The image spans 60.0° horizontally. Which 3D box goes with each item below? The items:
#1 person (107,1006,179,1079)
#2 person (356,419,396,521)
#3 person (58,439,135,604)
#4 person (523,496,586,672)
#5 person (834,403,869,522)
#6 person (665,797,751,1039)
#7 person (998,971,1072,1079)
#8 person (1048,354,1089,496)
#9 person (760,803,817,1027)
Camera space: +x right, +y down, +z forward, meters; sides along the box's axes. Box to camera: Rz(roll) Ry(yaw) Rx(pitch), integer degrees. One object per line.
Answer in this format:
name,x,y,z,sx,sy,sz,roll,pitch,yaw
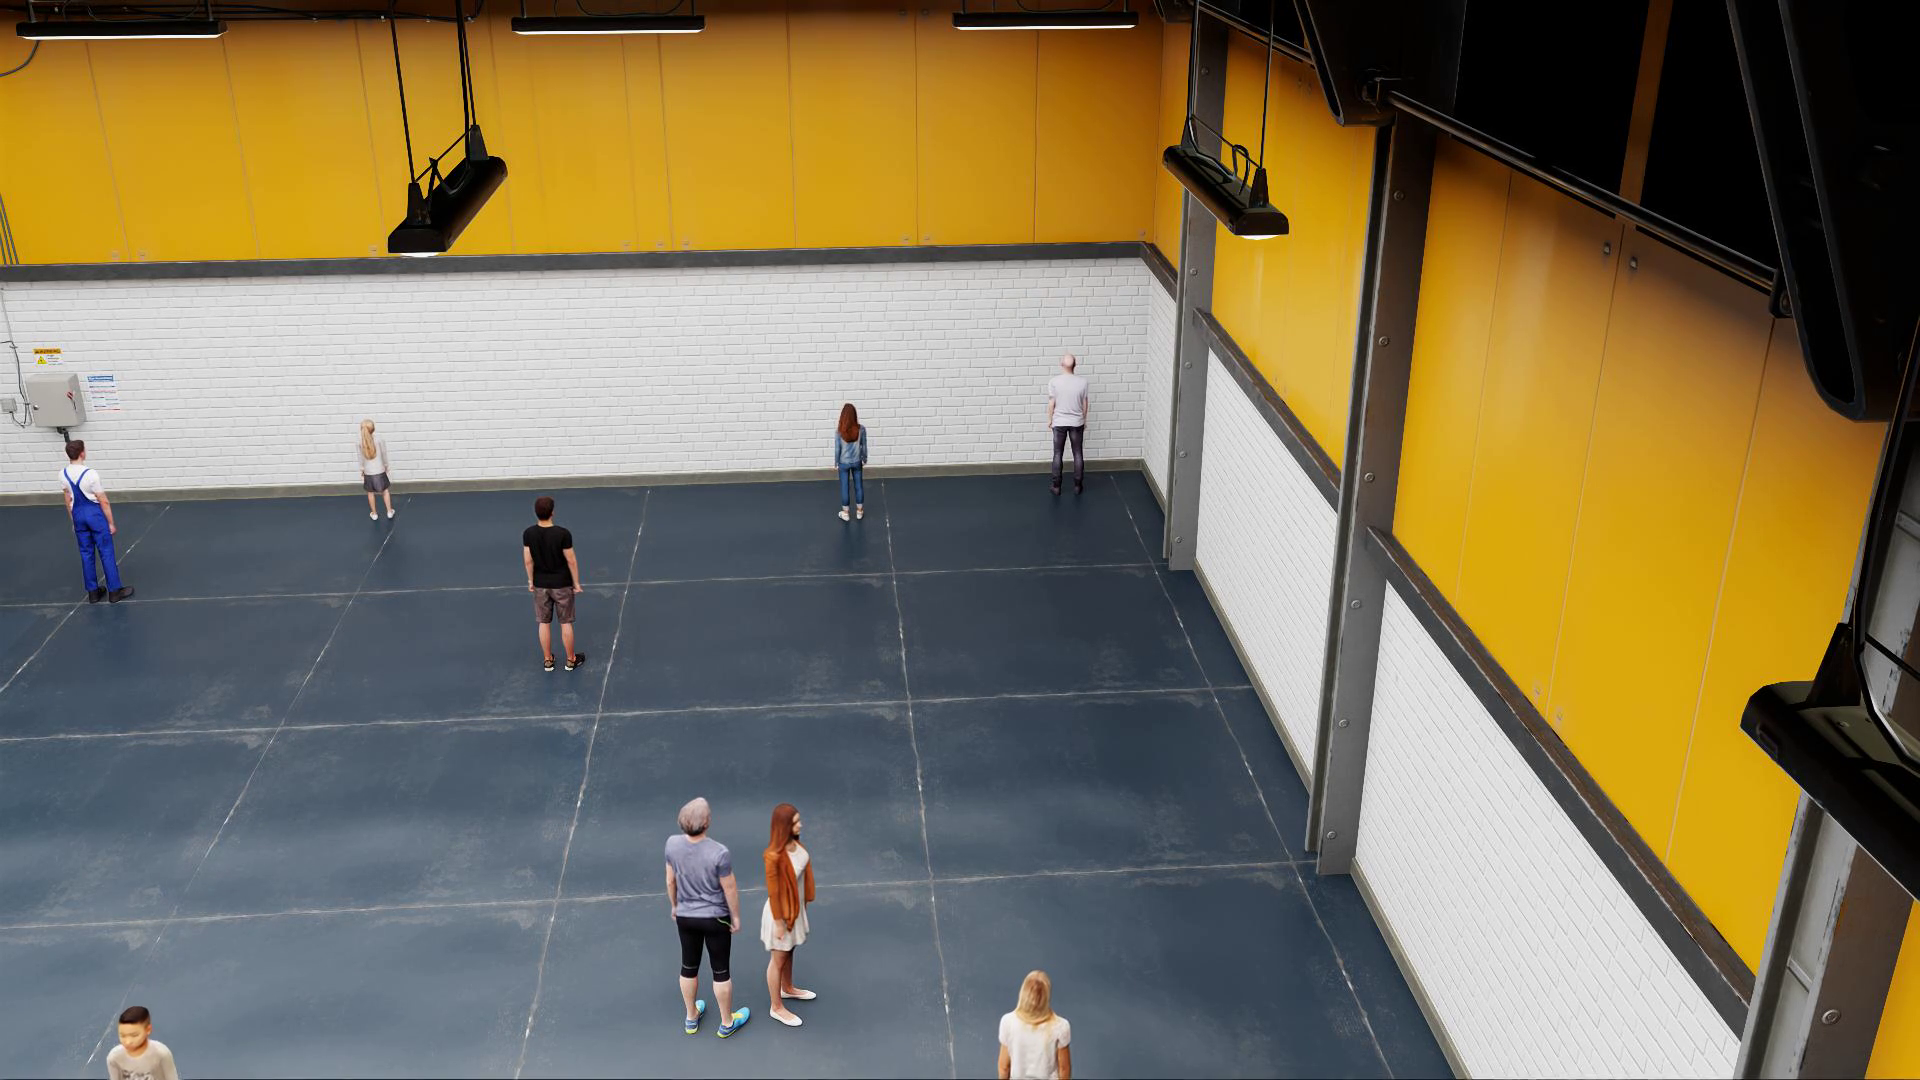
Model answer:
person,-4.925,3.440,10.195,0.589,1.452,0.769,-5,24,-10
person,-7.142,-0.873,20.281,0.553,1.276,0.577,-8,25,-17
person,-9.442,-0.209,18.046,0.657,1.850,0.603,1,24,3
person,-4.071,0.429,16.571,0.703,1.862,0.599,0,24,1
person,-1.330,-0.954,20.218,0.611,1.477,0.564,-7,25,-15
person,-1.781,2.613,11.543,0.746,1.888,0.703,6,24,14
person,0.446,3.346,9.965,0.633,1.809,0.580,3,24,7
person,1.357,-1.464,20.938,0.654,1.832,0.585,-1,24,-2
person,-1.241,2.607,11.764,0.760,1.723,0.632,7,24,15
